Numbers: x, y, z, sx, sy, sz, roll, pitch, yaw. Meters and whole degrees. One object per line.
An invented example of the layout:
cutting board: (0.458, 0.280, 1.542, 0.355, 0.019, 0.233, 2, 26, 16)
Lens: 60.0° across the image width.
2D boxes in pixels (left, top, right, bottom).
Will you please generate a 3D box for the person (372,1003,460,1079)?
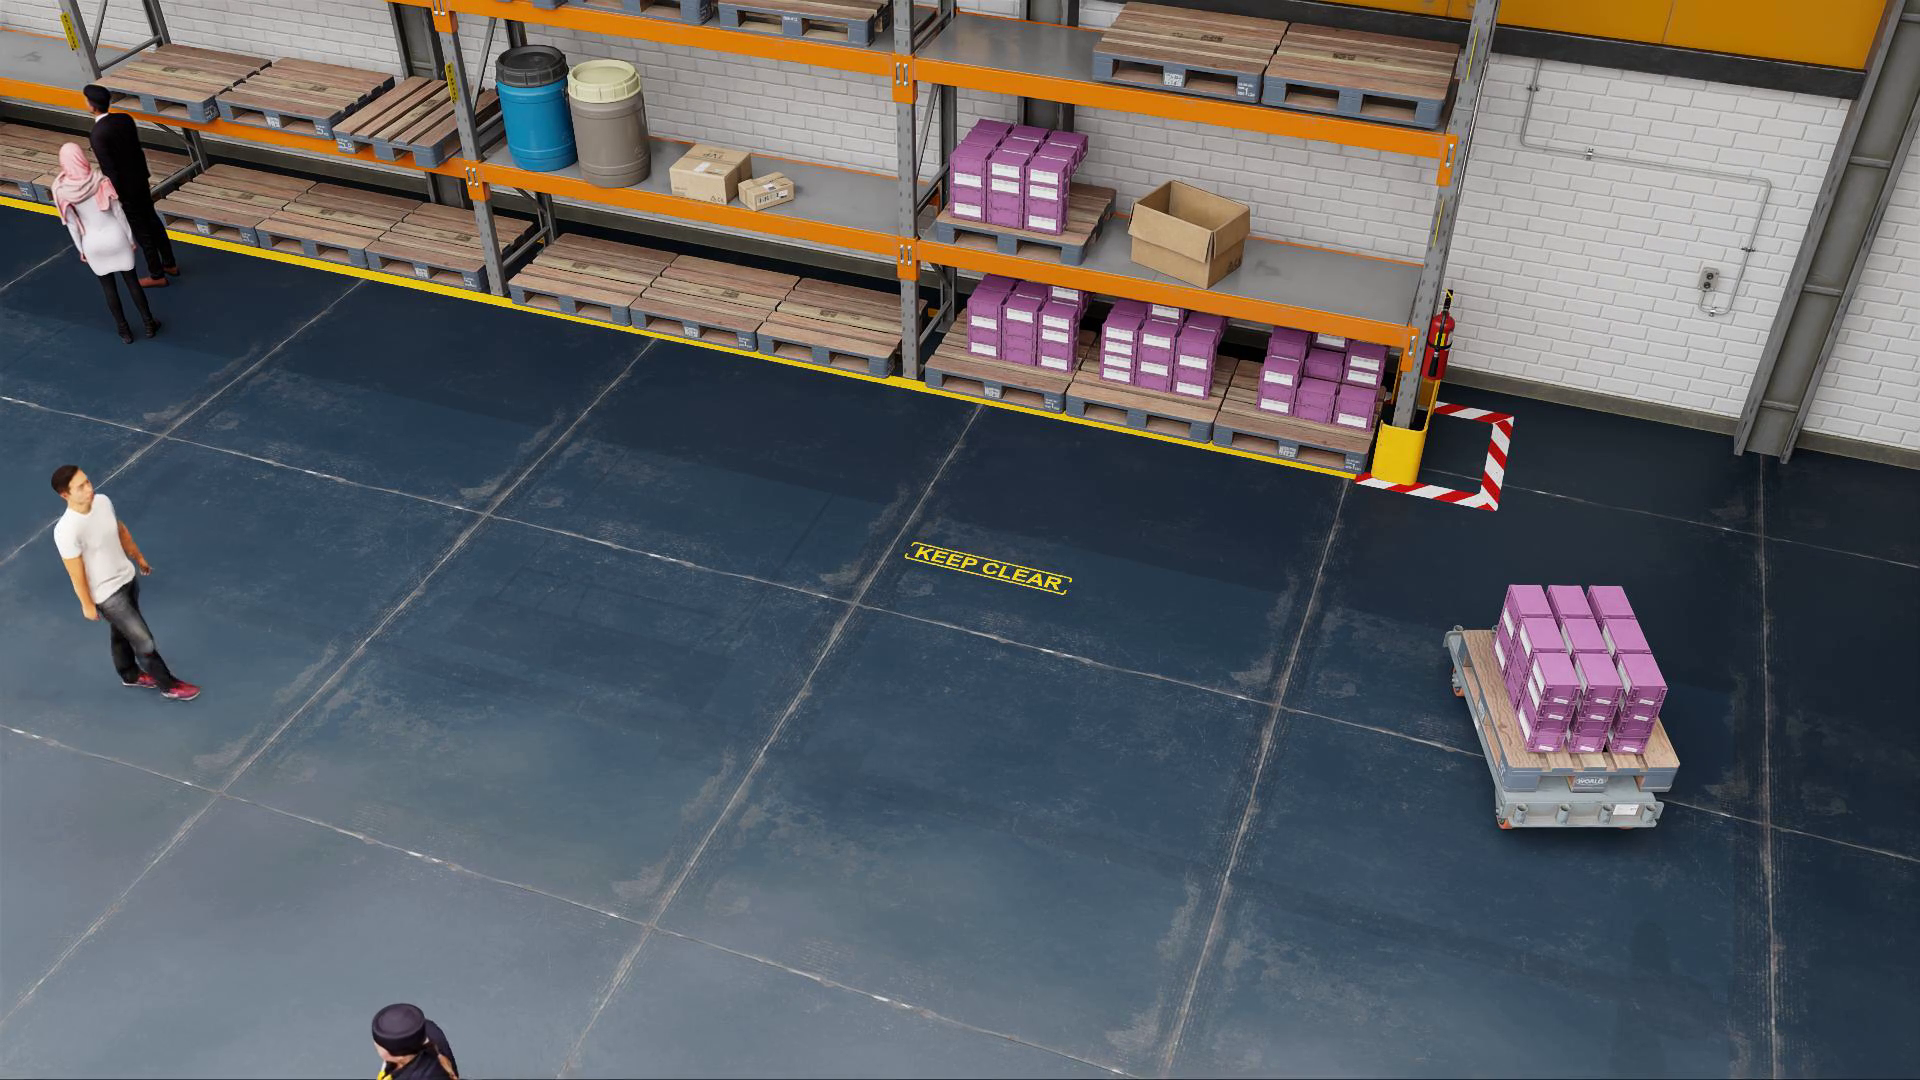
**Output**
person: (-2.289, 2.689, 7.552, 0.844, 1.661, 0.833, -4, 39, -6)

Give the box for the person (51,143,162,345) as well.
person: (-7.150, -2.483, 13.914, 0.738, 1.804, 0.797, -16, 41, -20)

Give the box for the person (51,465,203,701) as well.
person: (-5.433, 0.274, 10.470, 0.929, 1.793, 0.805, 2, 39, 2)

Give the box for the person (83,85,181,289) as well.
person: (-7.309, -3.118, 14.646, 0.608, 1.883, 0.729, 7, 39, 8)
